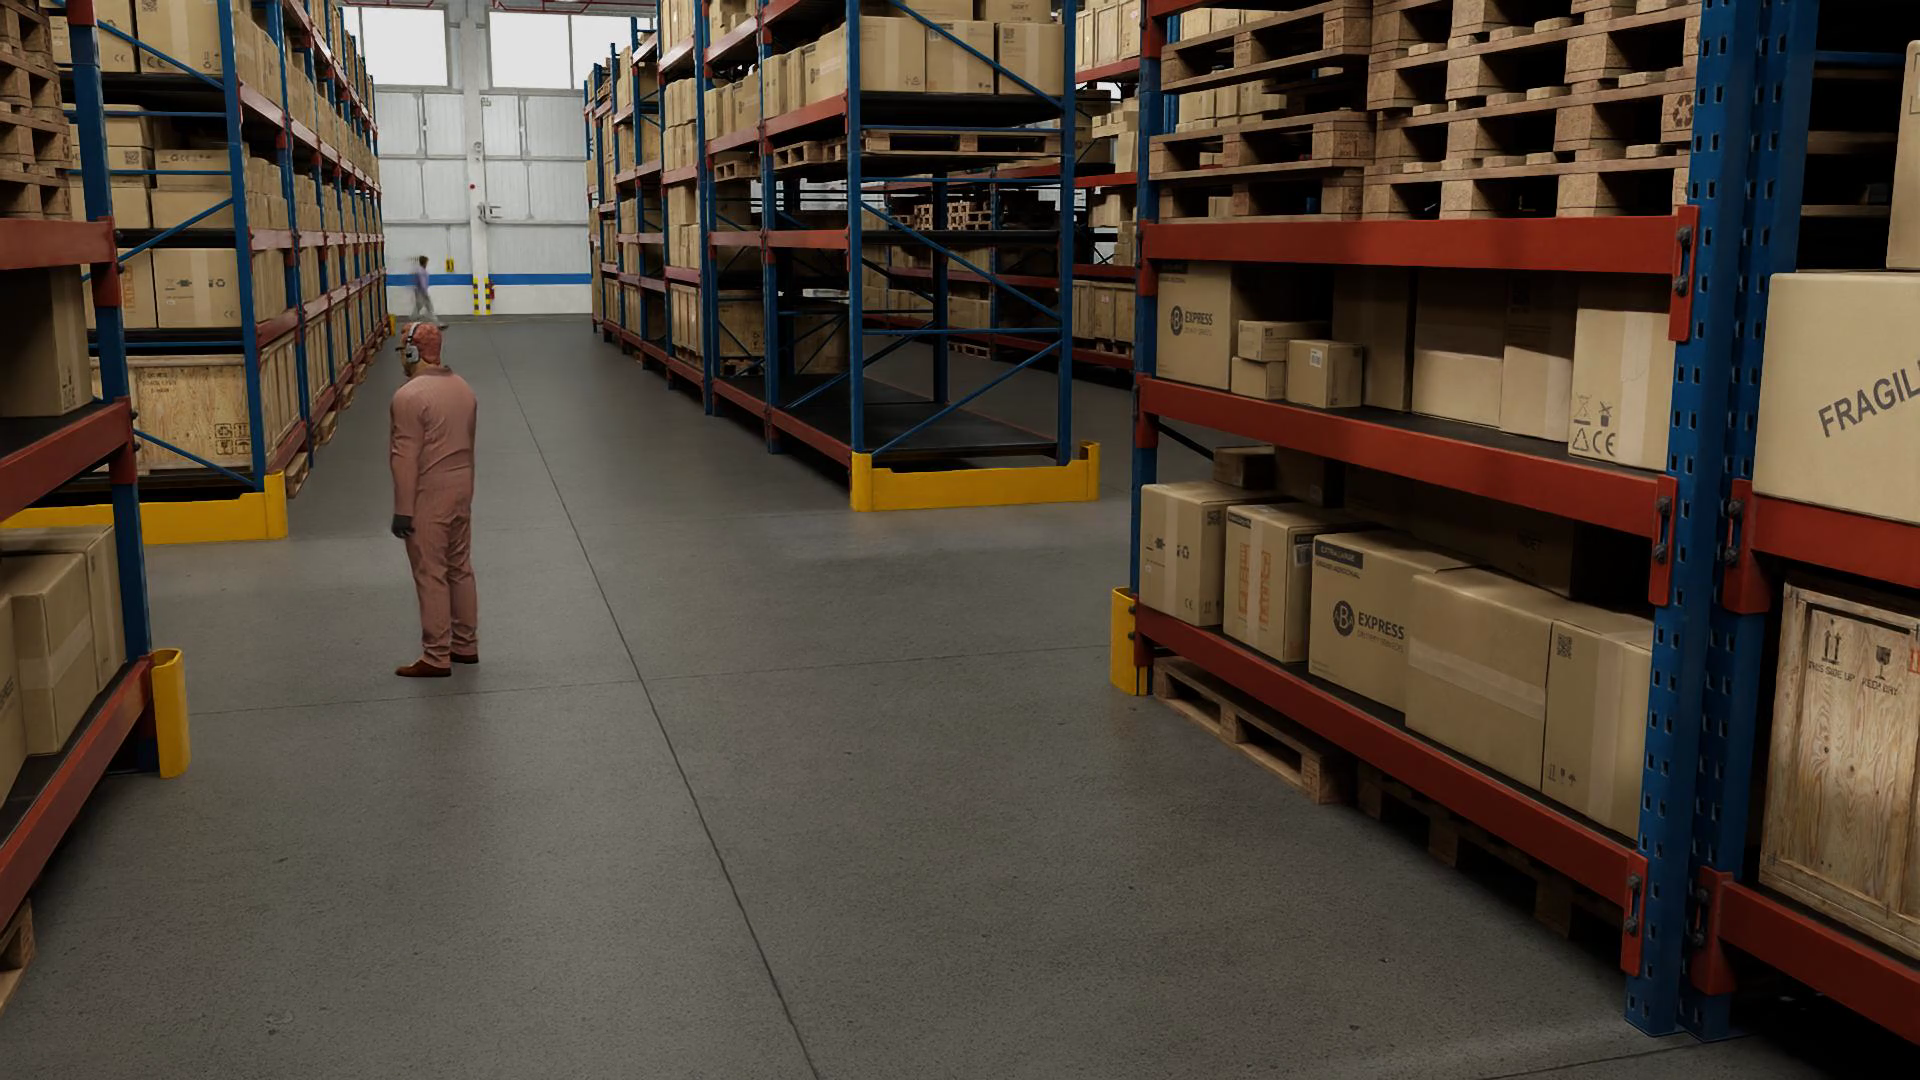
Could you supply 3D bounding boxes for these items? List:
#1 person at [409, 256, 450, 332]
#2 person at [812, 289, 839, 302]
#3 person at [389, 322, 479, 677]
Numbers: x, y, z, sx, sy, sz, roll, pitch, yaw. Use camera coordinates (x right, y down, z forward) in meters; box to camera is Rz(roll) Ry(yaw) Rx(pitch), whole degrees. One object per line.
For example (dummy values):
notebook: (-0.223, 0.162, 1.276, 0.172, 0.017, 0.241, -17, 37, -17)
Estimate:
person: (-13.174, -6.047, 40.965, 1.026, 1.883, 0.657, -2, 10, -10)
person: (-3.246, -5.900, 40.134, 0.647, 1.890, 1.010, -2, 11, -10)
person: (-2.852, -0.218, 8.966, 0.399, 1.900, 0.645, 3, 11, 14)
